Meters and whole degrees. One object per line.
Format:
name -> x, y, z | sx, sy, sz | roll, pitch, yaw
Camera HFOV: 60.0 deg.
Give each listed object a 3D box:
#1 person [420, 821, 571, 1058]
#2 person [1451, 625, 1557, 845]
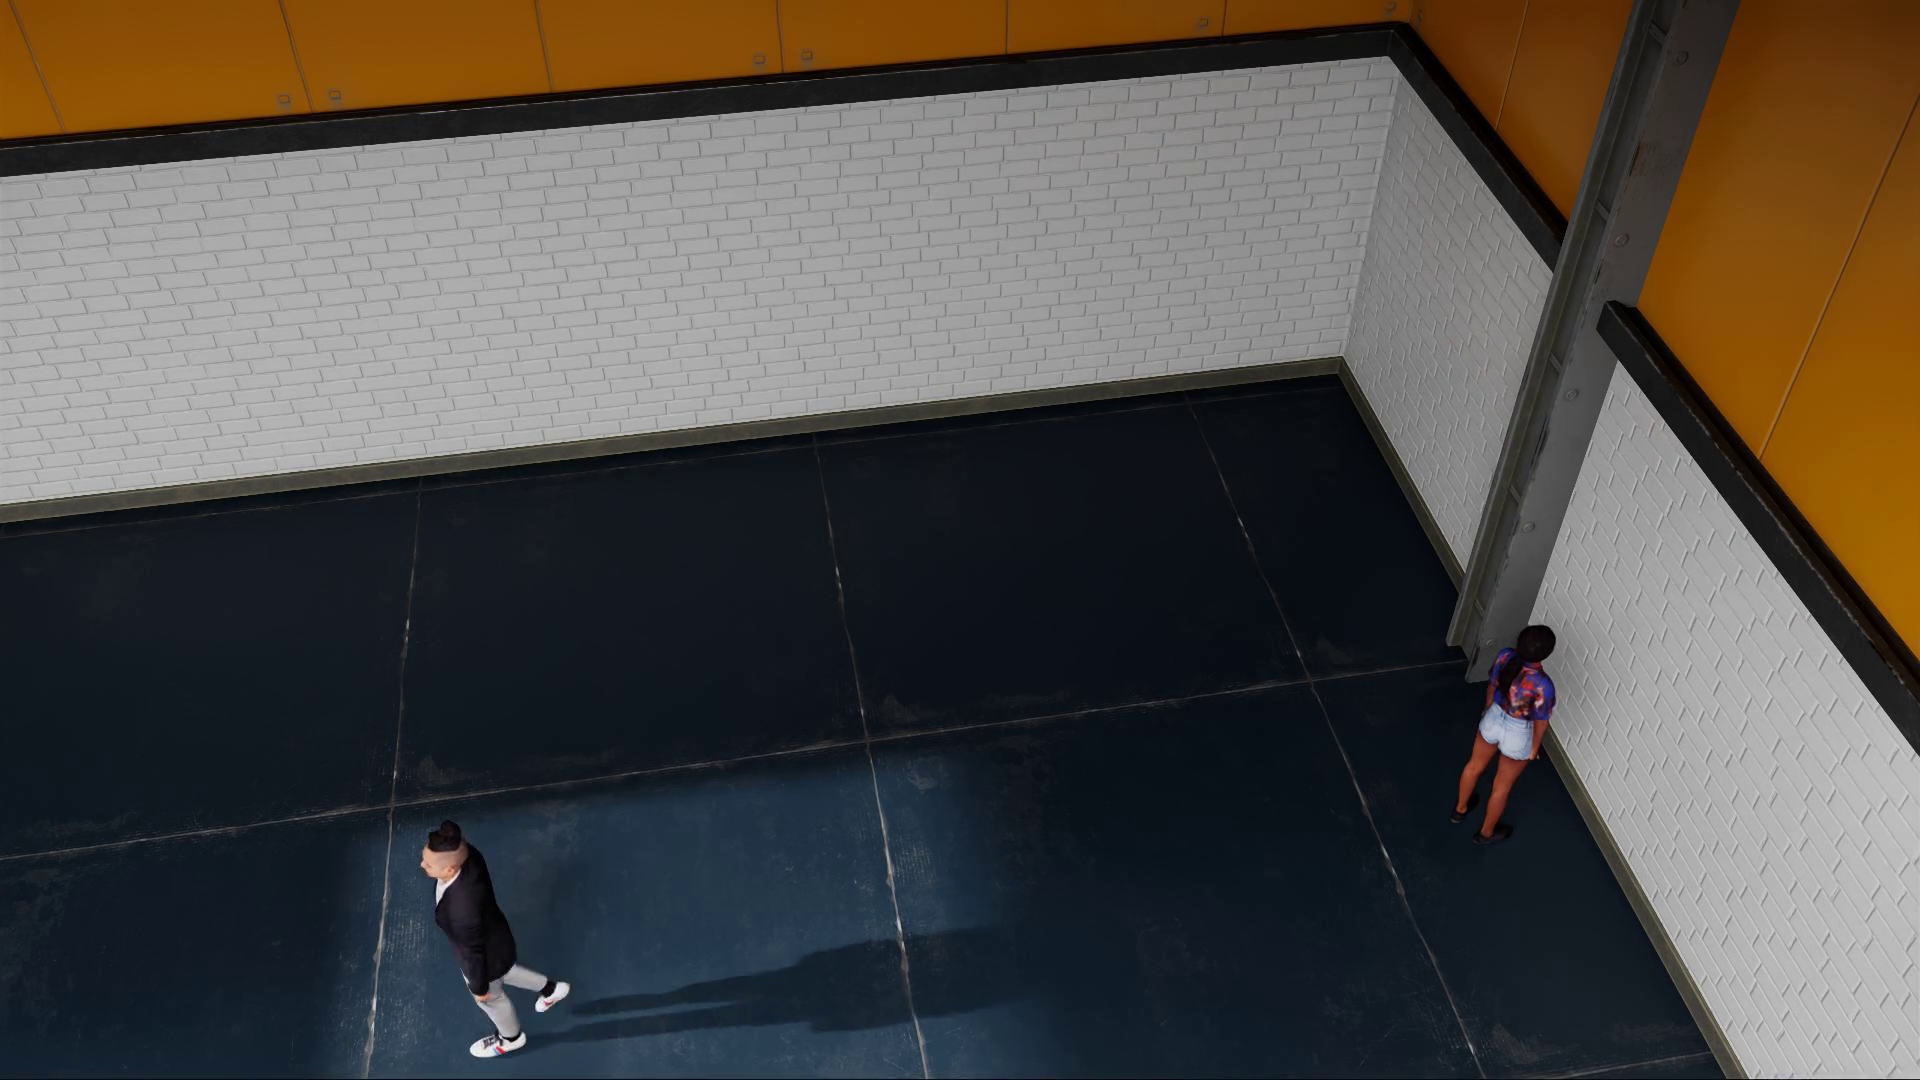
person -> -2.392, 2.045, 8.594 | 0.831, 1.944, 0.798 | -11, 45, -12
person -> 3.194, 1.117, 9.713 | 0.722, 1.743, 0.586 | -24, 49, -23
